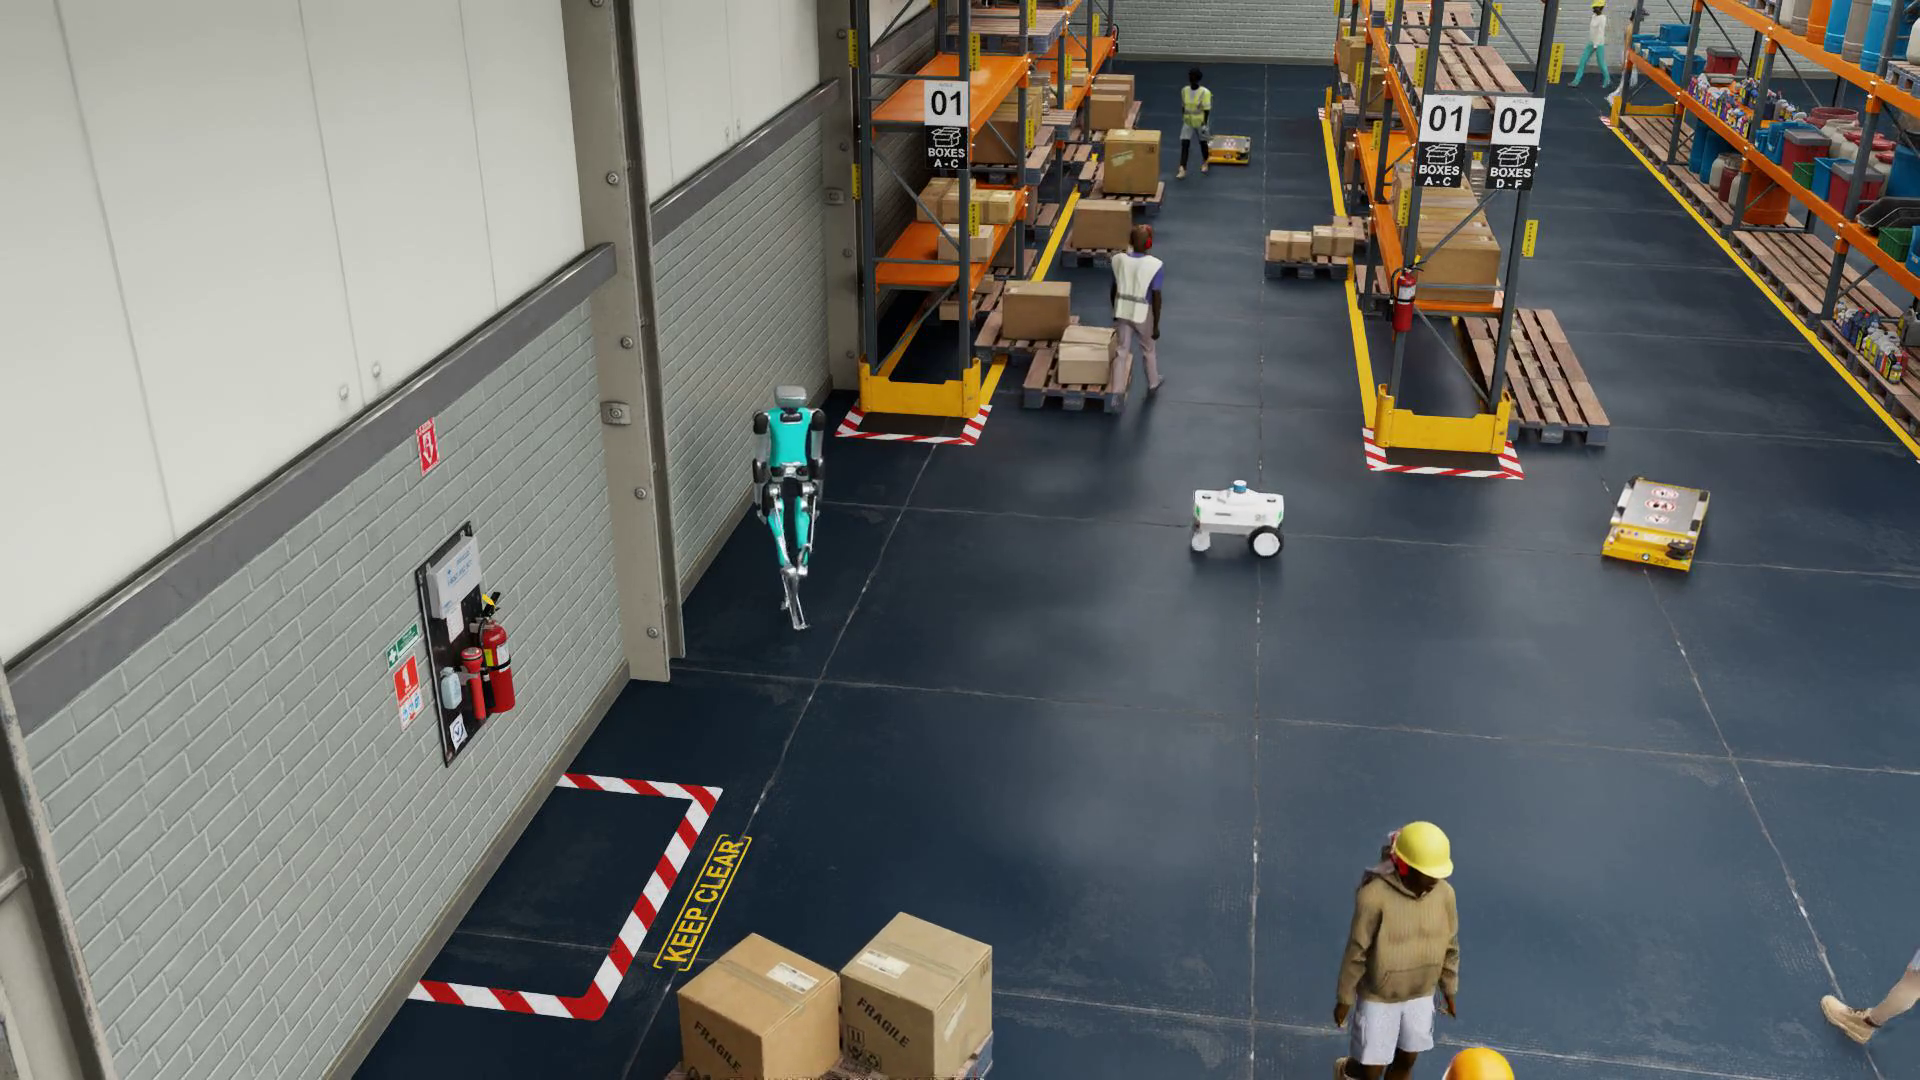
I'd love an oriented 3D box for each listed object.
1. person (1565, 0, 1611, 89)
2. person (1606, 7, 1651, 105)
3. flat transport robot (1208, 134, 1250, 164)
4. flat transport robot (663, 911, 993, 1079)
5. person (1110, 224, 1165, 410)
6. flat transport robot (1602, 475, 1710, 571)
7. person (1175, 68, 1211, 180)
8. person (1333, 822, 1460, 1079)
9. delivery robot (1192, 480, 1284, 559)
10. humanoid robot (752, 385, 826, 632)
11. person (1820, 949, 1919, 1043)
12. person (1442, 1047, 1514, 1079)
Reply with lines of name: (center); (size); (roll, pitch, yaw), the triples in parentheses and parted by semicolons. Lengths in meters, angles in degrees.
person: (12.335, -9.624, 32.235); (0.872, 1.719, 0.529); (-4, 25, -9)
person: (12.162, -8.721, 30.161); (0.435, 1.849, 0.509); (10, 27, 20)
flat transport robot: (4.343, -6.312, 26.868); (0.659, 0.231, 1.431); (4, 25, 9)
flat transport robot: (-0.611, 2.650, 7.685); (0.659, 0.231, 1.431); (12, 27, 23)
person: (1.737, -2.205, 16.269); (0.586, 1.788, 0.957); (14, 28, 27)
flat transport robot: (5.745, -0.154, 13.688); (0.659, 0.231, 1.431); (13, 28, 25)
person: (3.615, -6.379, 25.378); (0.537, 1.650, 0.887); (15, 29, 30)
person: (1.924, 1.982, 7.355); (0.582, 1.752, 0.451); (-6, 26, -12)
delivery robot: (2.260, -0.180, 13.423); (0.813, 0.610, 0.499); (3, 25, 7)
humanoid robot: (-1.173, -0.151, 12.053); (0.562, 1.852, 0.801); (-7, 26, -15)
person: (4.735, 1.820, 7.784); (0.457, 1.680, 0.965); (-18, 31, -34)
person: (1.761, 2.567, 5.955); (0.564, 1.890, 0.385); (1, 25, 2)
